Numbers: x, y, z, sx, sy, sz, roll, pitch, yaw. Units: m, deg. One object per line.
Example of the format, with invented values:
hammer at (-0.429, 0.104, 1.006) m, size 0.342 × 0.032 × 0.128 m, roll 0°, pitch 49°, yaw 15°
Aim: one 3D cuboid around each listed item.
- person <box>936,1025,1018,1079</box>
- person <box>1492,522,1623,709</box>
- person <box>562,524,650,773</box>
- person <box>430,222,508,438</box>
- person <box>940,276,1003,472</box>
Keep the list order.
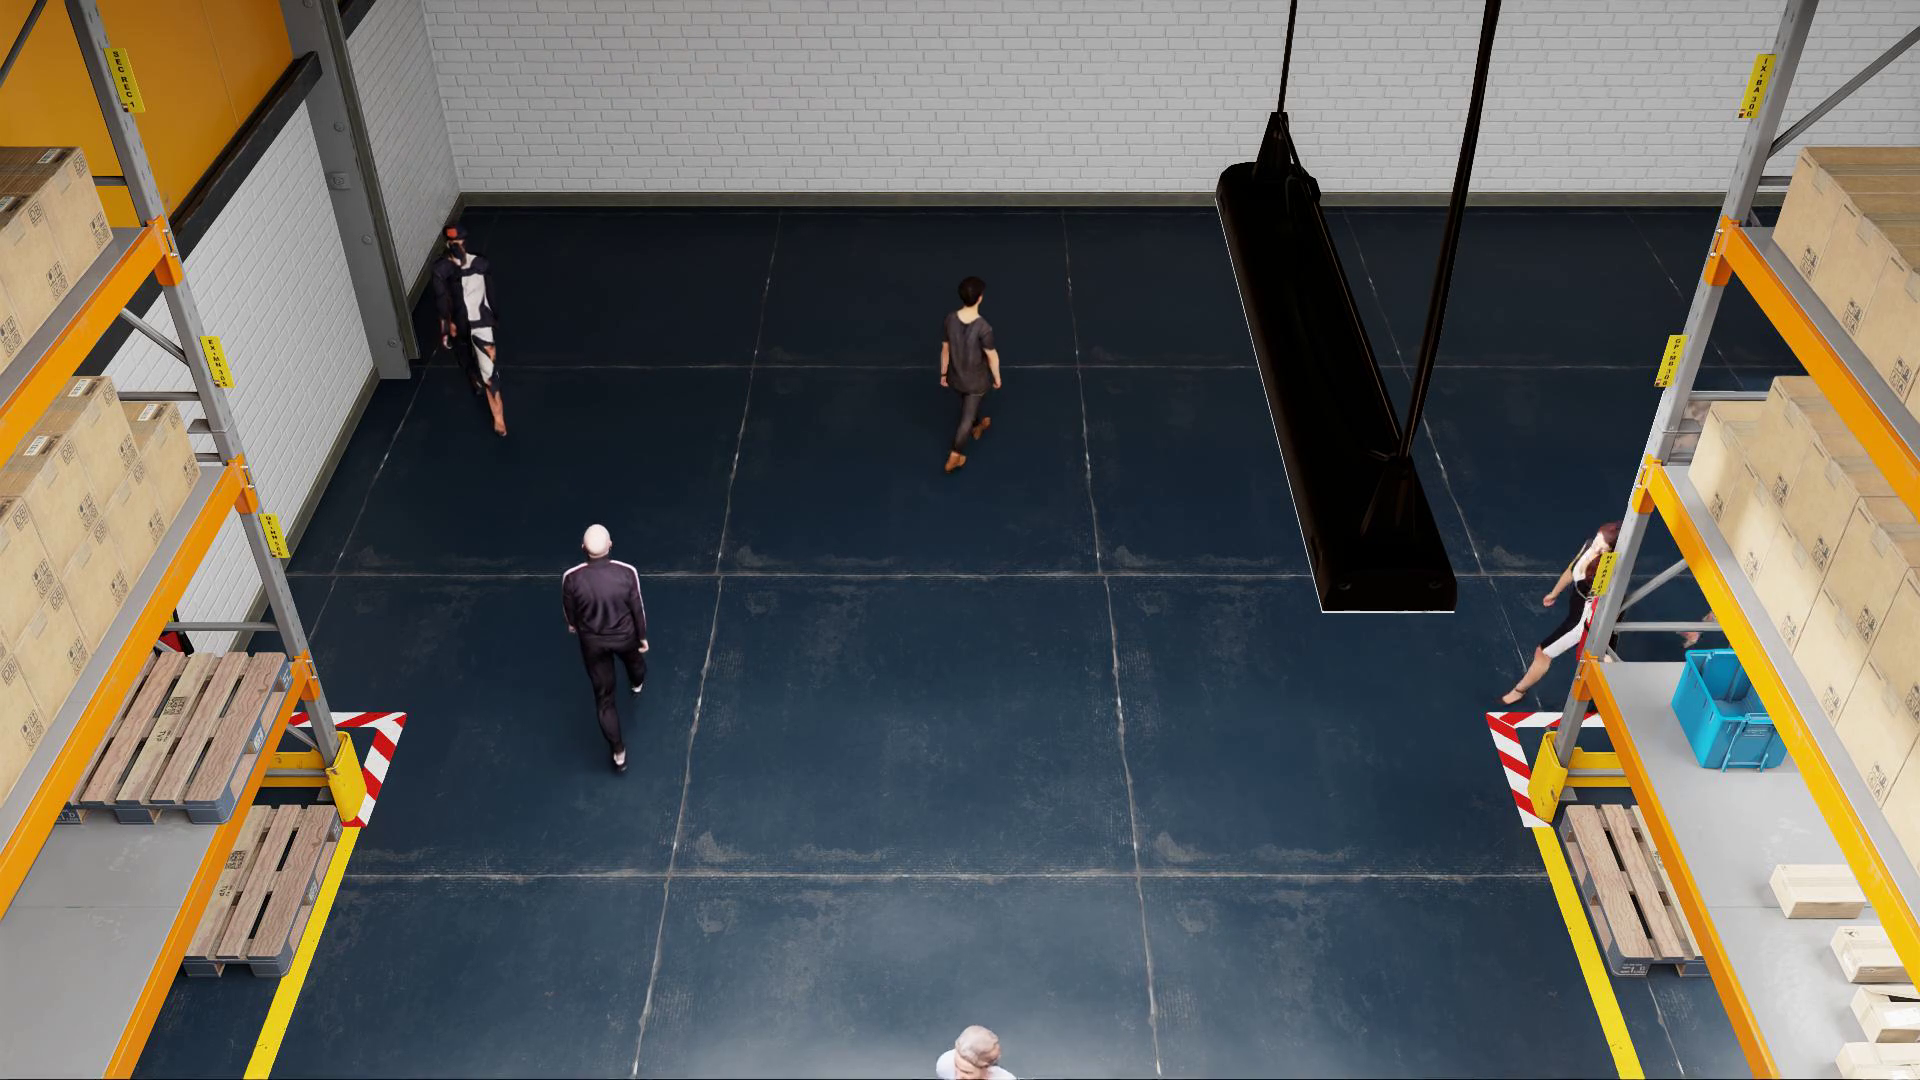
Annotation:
person at (0.141, 2.938, 8.149) m, size 1.097 × 1.868 × 1.213 m, roll 28°, pitch 46°, yaw 30°
person at (4.297, 0.554, 11.243) m, size 0.753 × 1.732 × 1.083 m, roll 4°, pitch 39°, yaw 5°
person at (-2.307, 0.748, 10.963) m, size 0.877 × 1.779 × 1.259 m, roll -9°, pitch 40°, yaw -12°
person at (-4.191, -1.864, 14.171) m, size 0.882 × 1.856 × 1.278 m, roll -9°, pitch 40°, yaw -11°
person at (0.036, -1.324, 13.641) m, size 0.973 × 1.674 × 1.166 m, roll 20°, pitch 43°, yaw 23°
